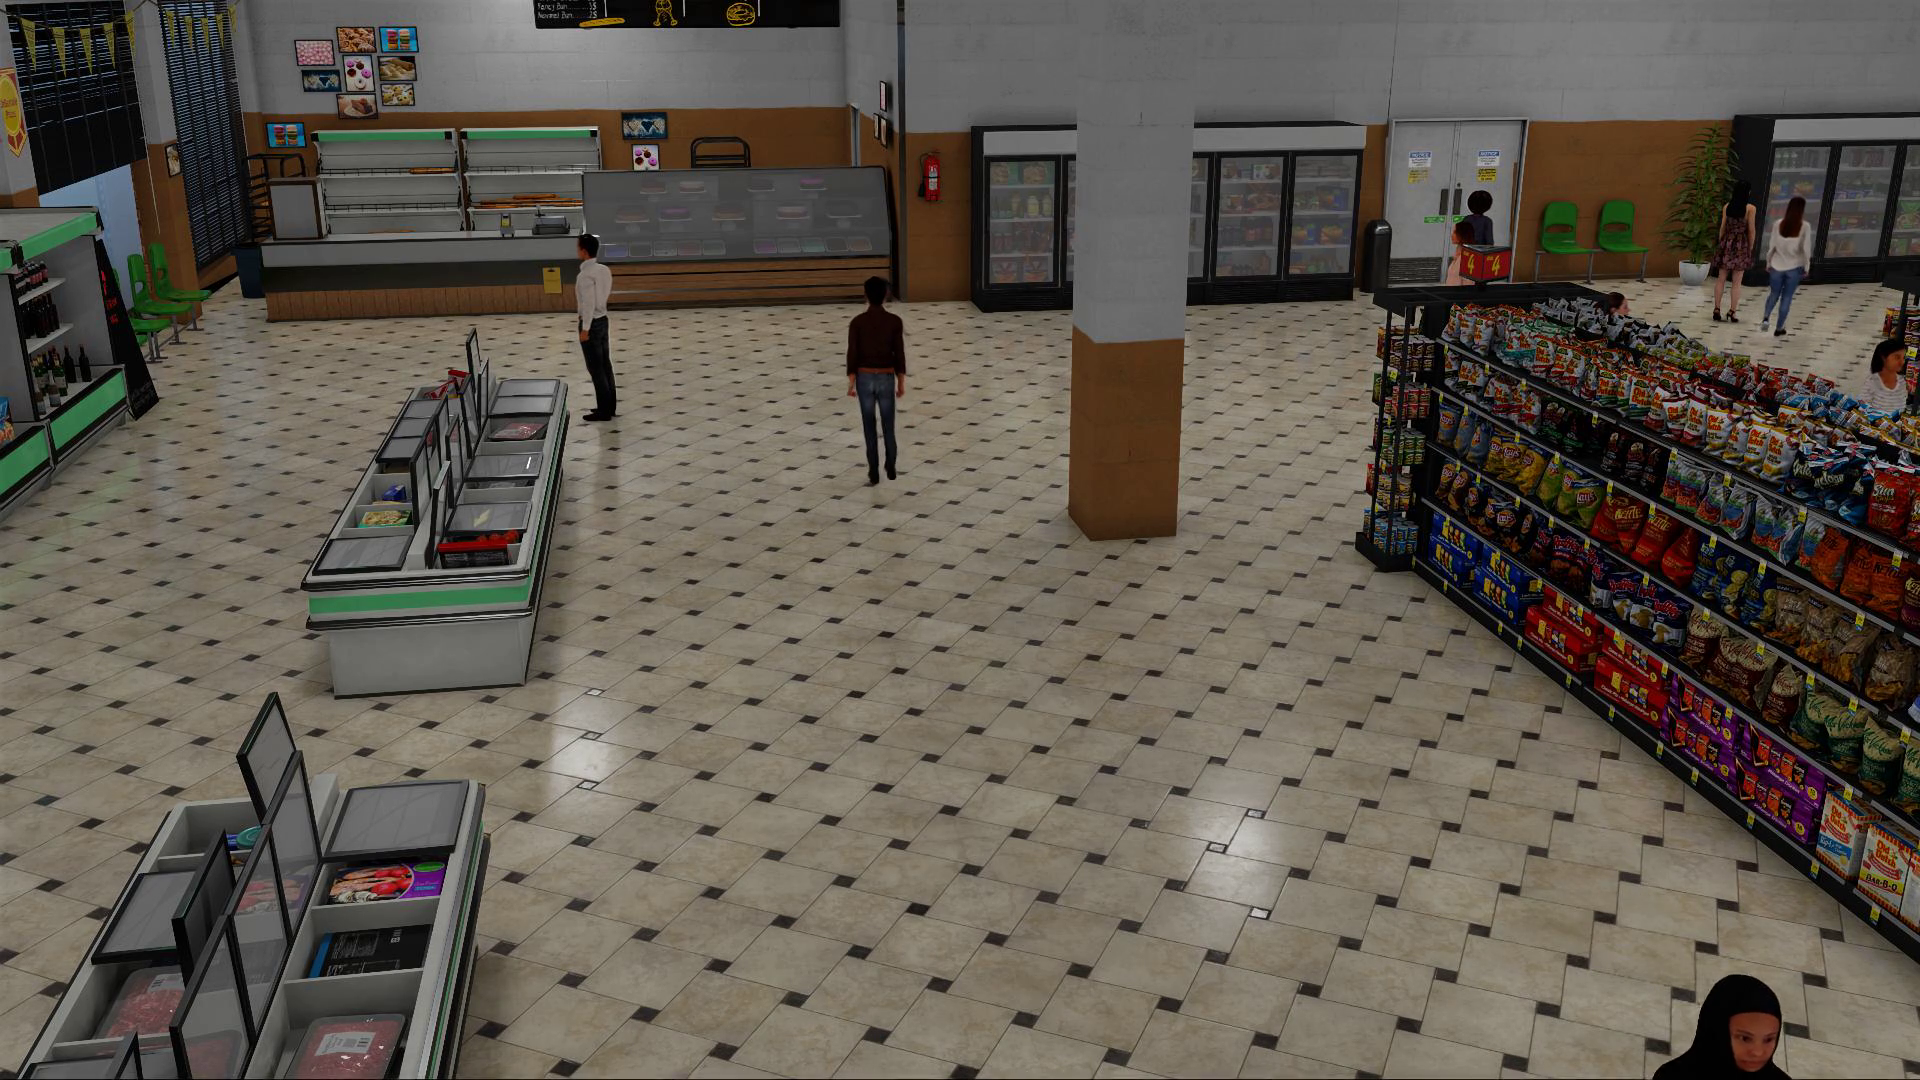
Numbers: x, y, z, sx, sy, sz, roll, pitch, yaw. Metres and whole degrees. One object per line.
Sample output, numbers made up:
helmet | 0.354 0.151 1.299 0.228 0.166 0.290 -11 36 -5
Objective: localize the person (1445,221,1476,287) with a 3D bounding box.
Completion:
person | 5.149 -2.392 17.178 0.689 1.791 0.511 0 19 0

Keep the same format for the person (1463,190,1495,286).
person | 6.276 -3.397 20.284 0.635 1.710 0.729 17 25 42

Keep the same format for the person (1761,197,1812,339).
person | 9.847 -3.233 19.843 0.858 1.683 0.799 -18 25 -42

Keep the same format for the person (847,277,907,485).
person | -0.694 -1.297 13.969 0.644 1.767 0.841 -3 19 -9

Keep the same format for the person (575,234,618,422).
person | -3.552 -2.069 16.191 0.795 1.810 0.612 3 19 9

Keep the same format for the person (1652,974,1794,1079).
person | 2.082 1.914 4.700 0.648 1.605 0.845 -1 19 -4

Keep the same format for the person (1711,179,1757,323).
person | 9.720 -3.629 20.874 0.860 1.774 0.784 -18 25 -42

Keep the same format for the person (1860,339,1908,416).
person | 6.758 -0.702 12.452 0.607 1.608 1.090 -4 19 -11
